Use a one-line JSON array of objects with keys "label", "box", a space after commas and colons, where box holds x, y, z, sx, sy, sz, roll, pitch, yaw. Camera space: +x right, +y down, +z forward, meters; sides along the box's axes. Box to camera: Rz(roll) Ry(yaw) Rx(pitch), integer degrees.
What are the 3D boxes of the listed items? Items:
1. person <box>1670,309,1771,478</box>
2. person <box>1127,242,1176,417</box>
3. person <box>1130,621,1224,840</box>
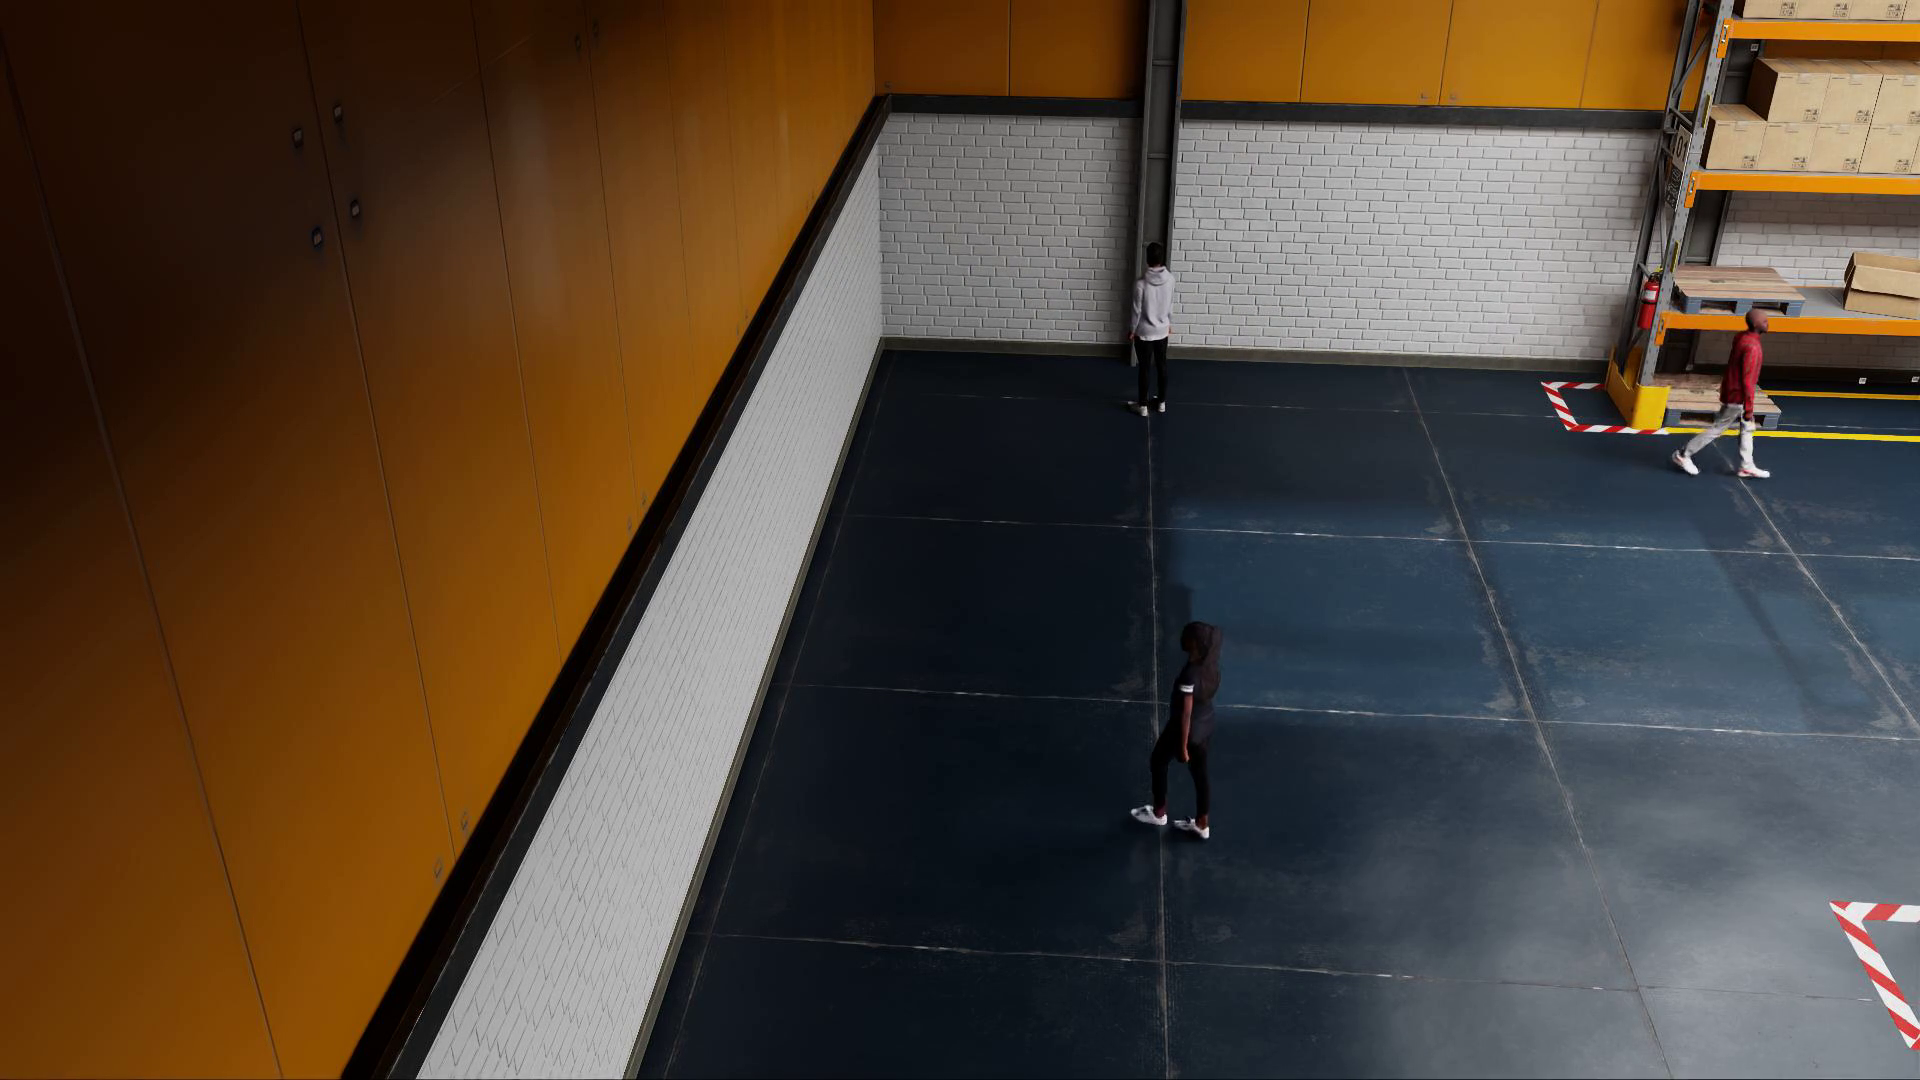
[{"label": "person", "box": [7.669, -1.453, 16.627, 1.268, 1.798, 0.883, 9, 30, 17]}, {"label": "person", "box": [2.093, -2.289, 18.022, 0.716, 1.930, 0.835, -12, 31, -22]}, {"label": "person", "box": [1.672, 1.354, 11.569, 0.952, 1.714, 0.855, 18, 34, 30]}]
